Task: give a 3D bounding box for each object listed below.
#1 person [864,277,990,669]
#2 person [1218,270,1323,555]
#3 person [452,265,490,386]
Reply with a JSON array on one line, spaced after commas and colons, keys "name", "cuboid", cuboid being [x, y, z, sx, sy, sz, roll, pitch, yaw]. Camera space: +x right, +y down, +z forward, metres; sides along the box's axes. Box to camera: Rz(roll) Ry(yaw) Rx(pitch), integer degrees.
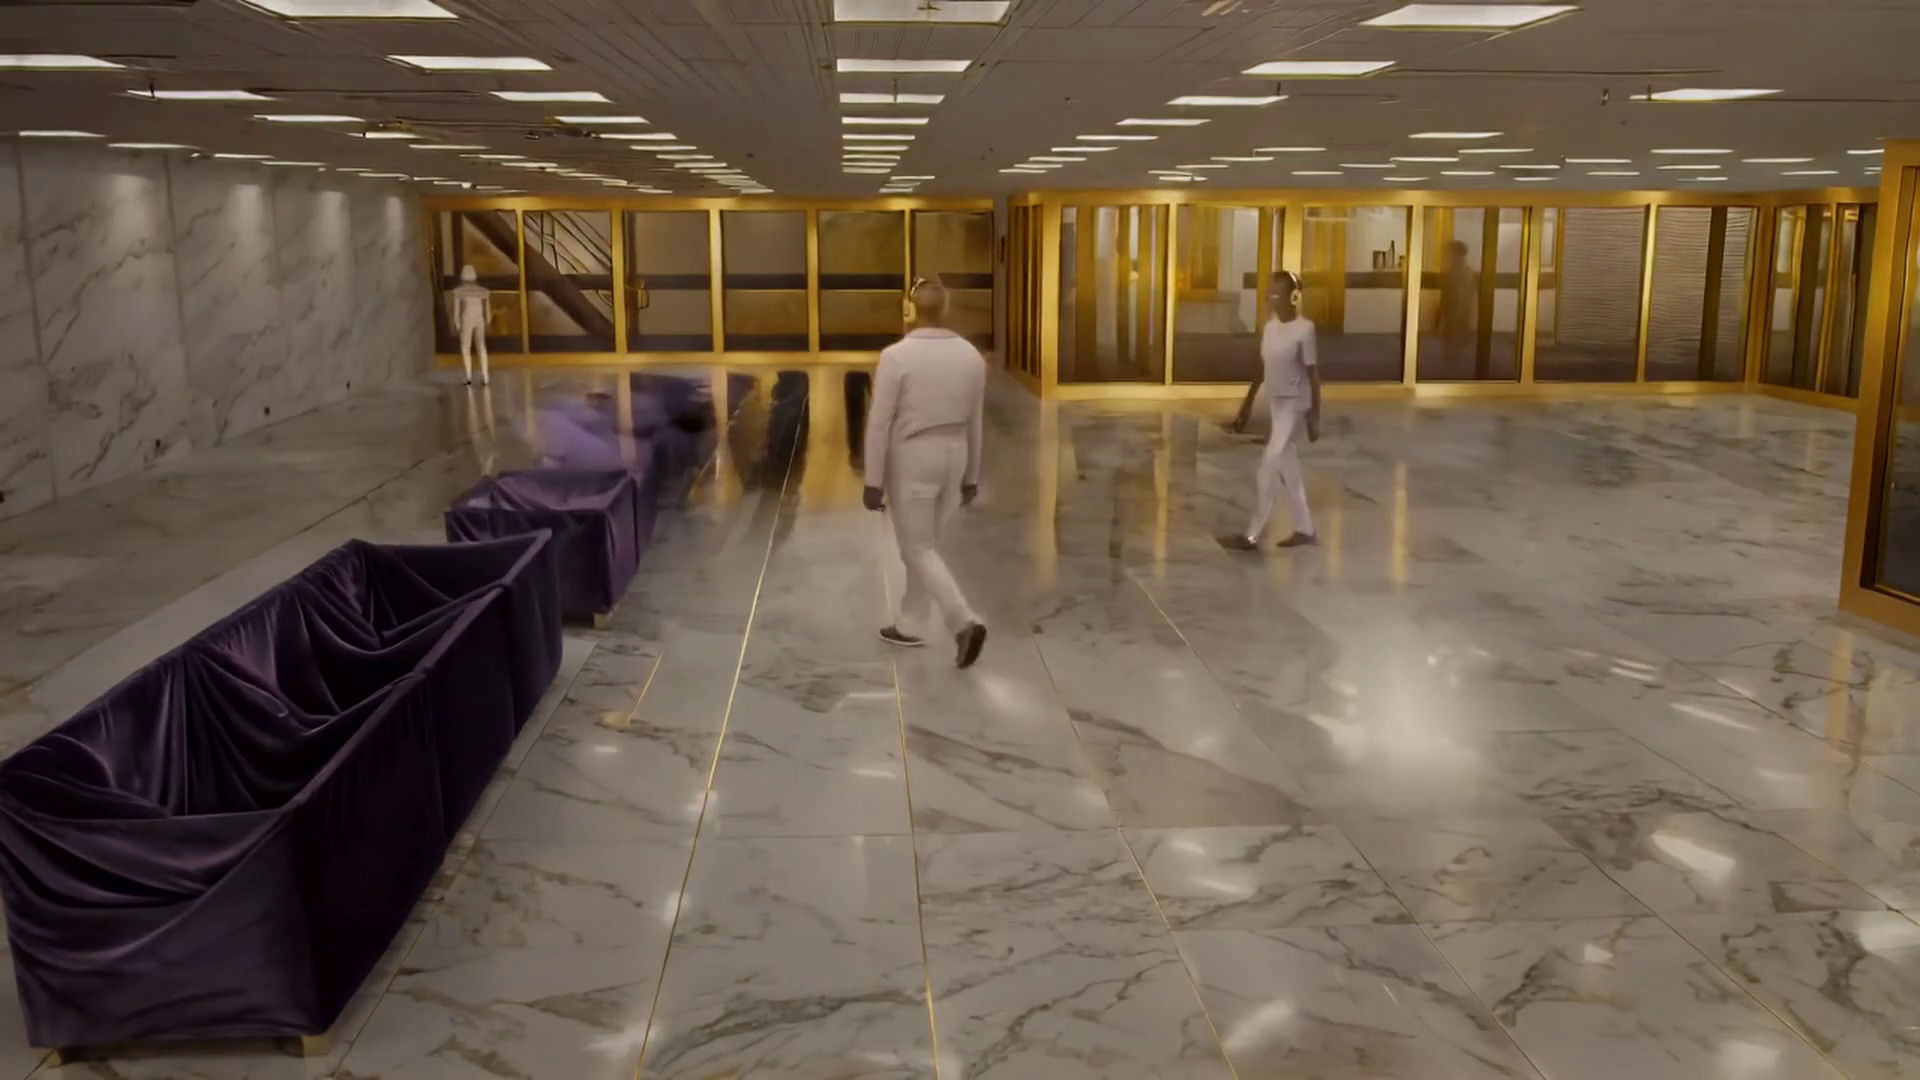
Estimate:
[{"name": "person", "cuboid": [-0.142, -0.333, 8.076, 0.652, 1.876, 0.883, -9, 14, -42]}, {"name": "person", "cuboid": [1.999, -0.820, 10.821, 0.895, 1.834, 0.521, -3, 11, -18]}, {"name": "person", "cuboid": [-6.616, -2.897, 22.547, 0.500, 1.633, 0.280, -5, 12, -27]}]
